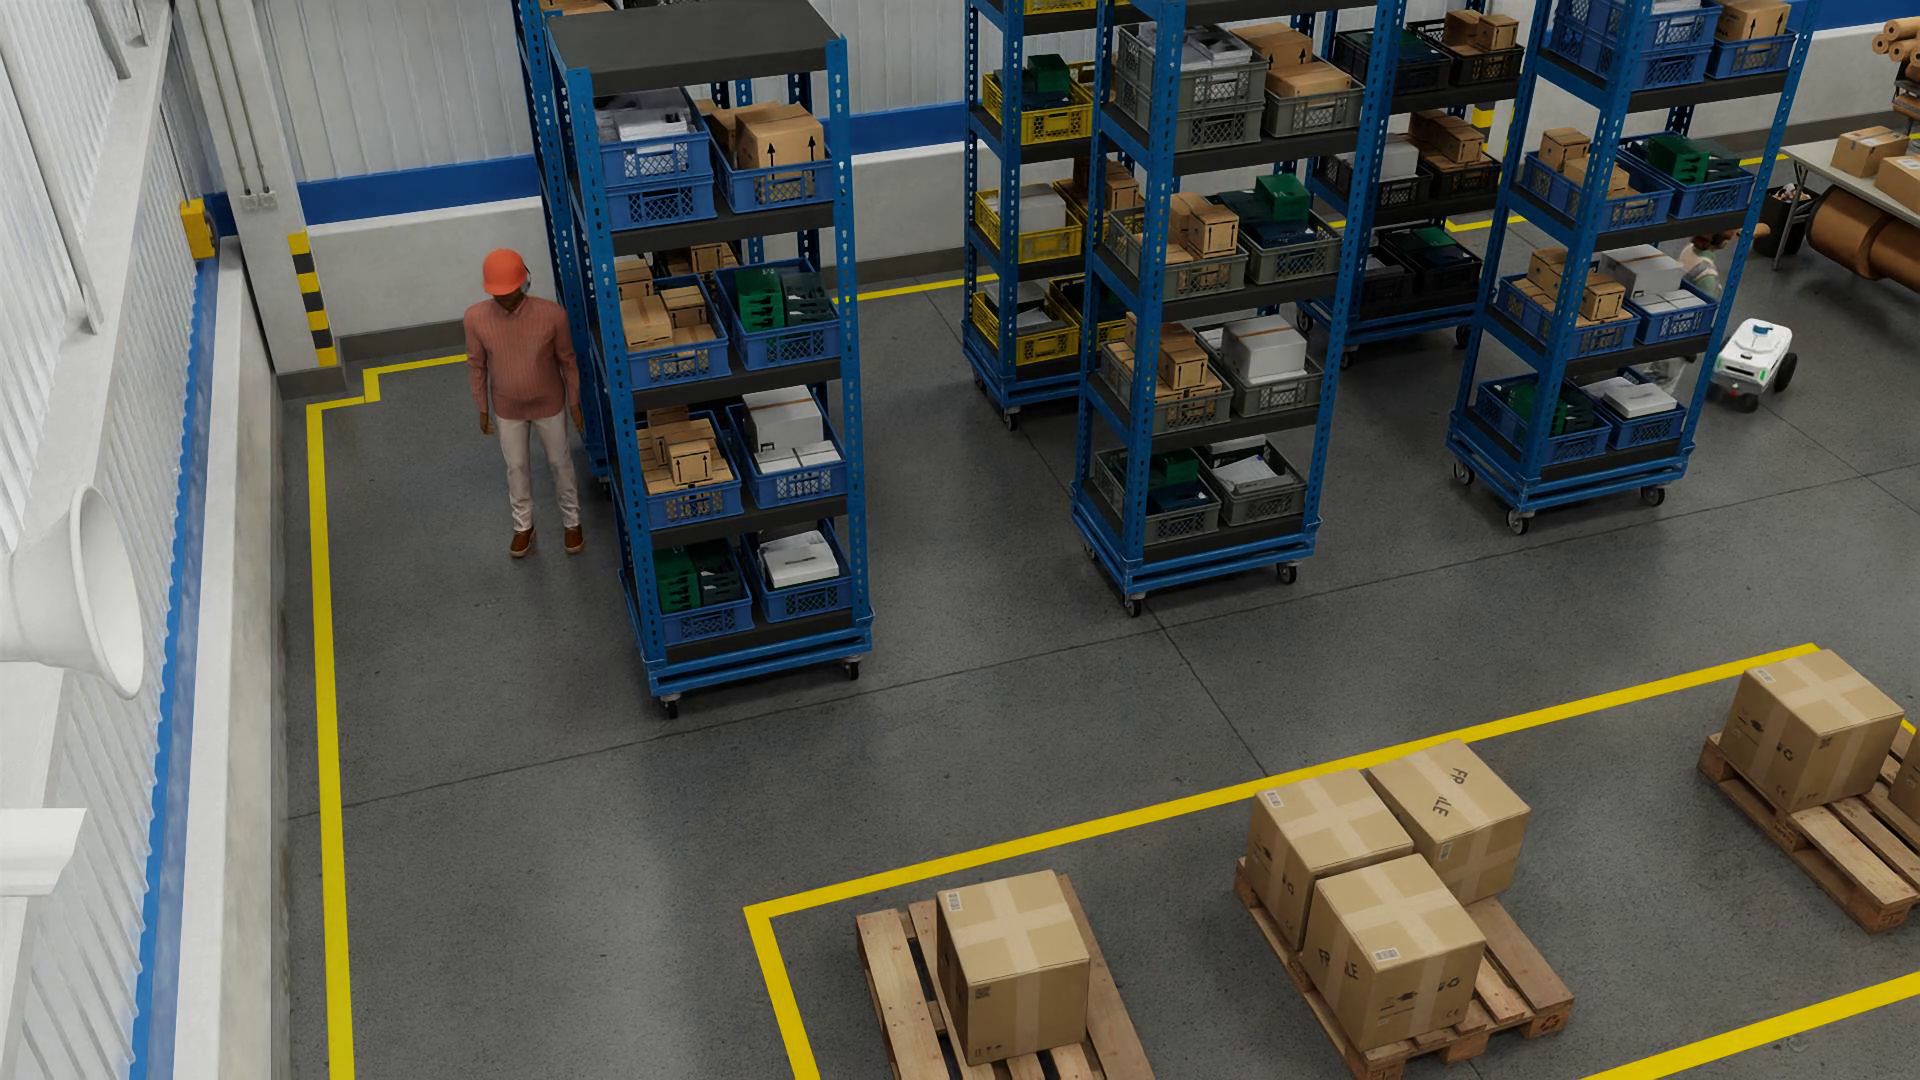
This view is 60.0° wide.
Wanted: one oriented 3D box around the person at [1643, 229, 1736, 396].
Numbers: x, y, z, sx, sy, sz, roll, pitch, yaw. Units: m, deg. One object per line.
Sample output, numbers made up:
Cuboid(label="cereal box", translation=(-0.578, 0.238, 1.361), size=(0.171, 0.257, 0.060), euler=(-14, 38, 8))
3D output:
Cuboid(label="person", translation=(4.676, -1.360, 10.794), size=(0.320, 1.628, 0.529), euler=(6, 36, 9))

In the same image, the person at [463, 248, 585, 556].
Cuboid(label="person", translation=(-2.508, -0.784, 9.661), size=(0.623, 1.989, 0.400), euler=(-4, 35, -5))

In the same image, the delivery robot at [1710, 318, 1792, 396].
Cuboid(label="delivery robot", translation=(5.495, -1.284, 11.529), size=(0.477, 0.478, 0.707), euler=(23, 41, 29))
